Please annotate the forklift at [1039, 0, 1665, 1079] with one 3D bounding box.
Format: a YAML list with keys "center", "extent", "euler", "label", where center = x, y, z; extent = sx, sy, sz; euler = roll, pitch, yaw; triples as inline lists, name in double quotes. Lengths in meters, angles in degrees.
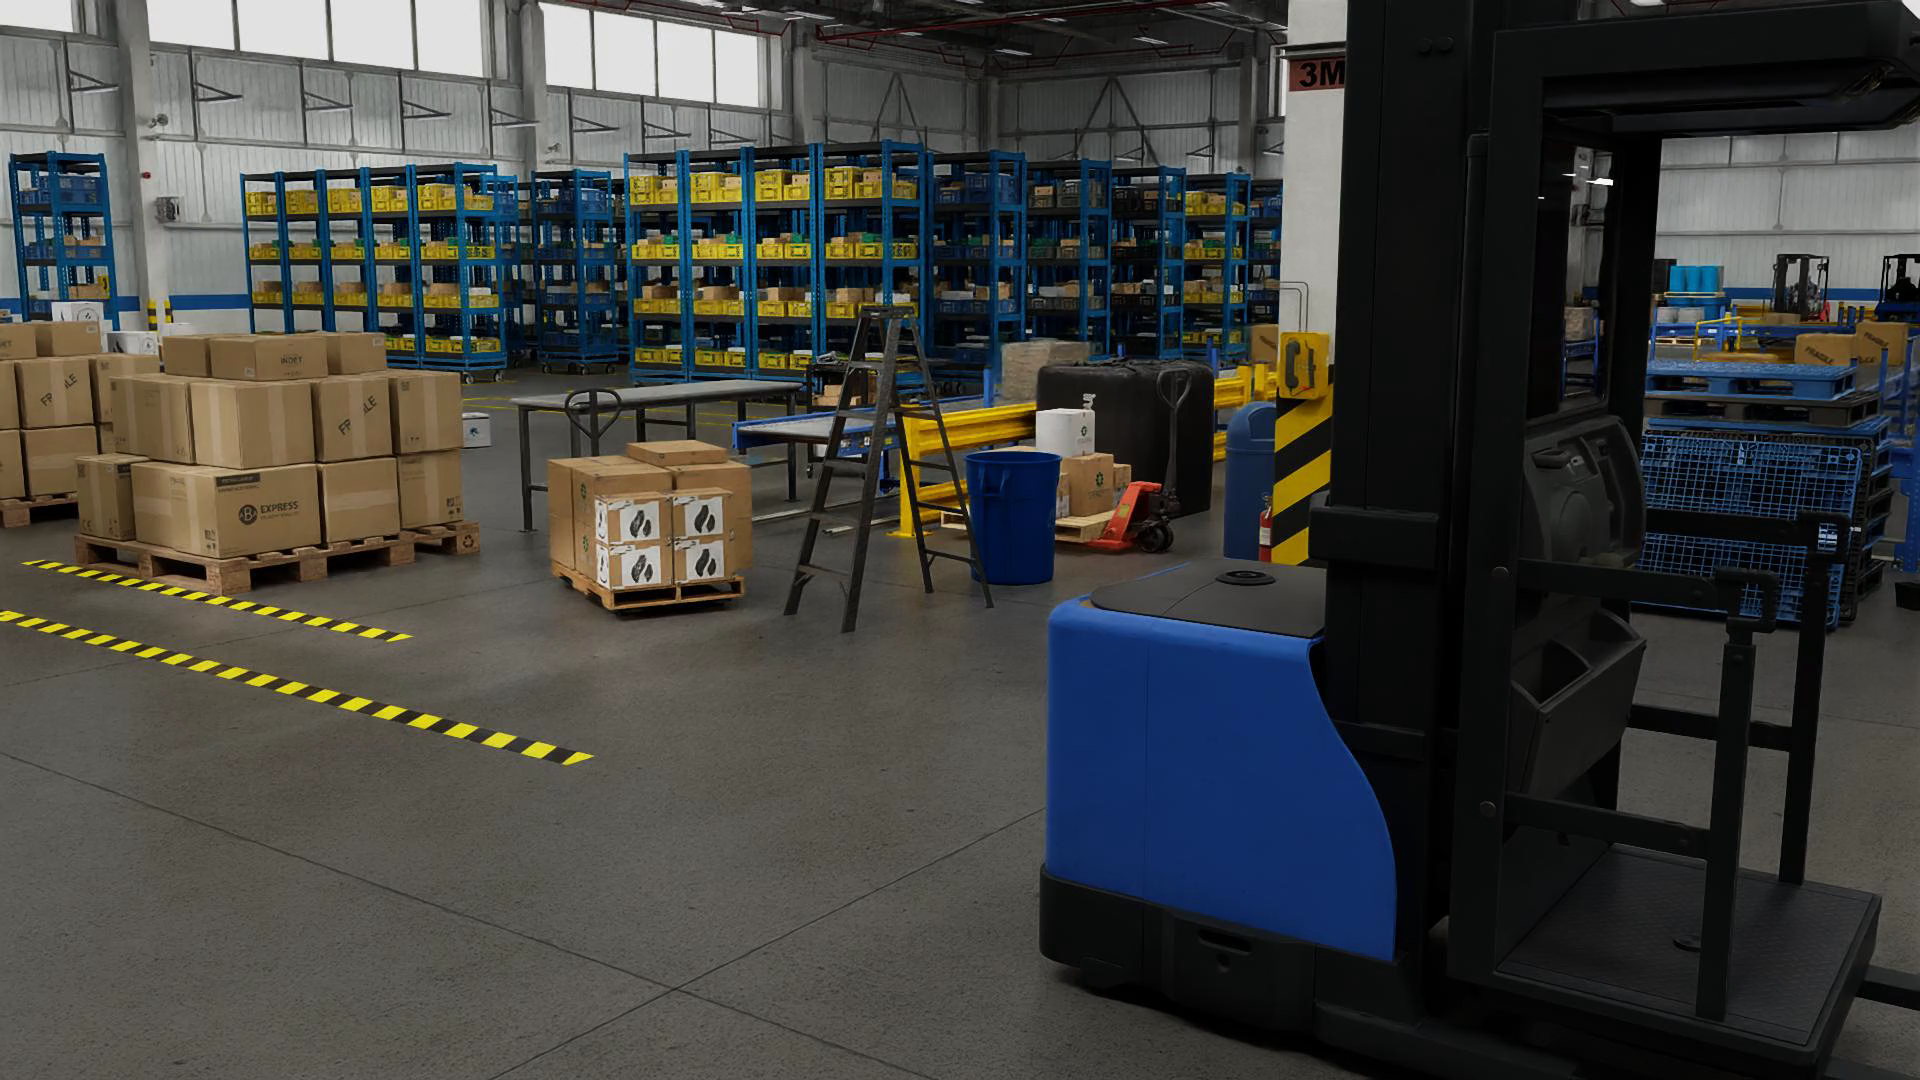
- center: [1.249, -0.137, 4.360]
  extent: [1.873, 2.768, 1.129]
  euler: [7, 12, 35]
  label: "forklift"

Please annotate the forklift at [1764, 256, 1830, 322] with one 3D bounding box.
- center: [20.253, -5.854, 40.139]
  extent: [1.157, 1.987, 2.680]
  euler: [7, 12, 35]
  label: "forklift"

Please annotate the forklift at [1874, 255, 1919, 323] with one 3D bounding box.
- center: [22.089, -5.634, 38.796]
  extent: [1.157, 1.987, 2.680]
  euler: [6, 11, 33]
  label: "forklift"

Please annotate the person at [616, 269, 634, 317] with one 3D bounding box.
- center: [-8.171, -5.736, 40.802]
  extent: [0.563, 1.838, 0.378]
  euler: [0, 10, 1]
  label: "person"

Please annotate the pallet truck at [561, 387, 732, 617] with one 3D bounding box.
- center: [-1.981, -0.274, 10.088]
  extent: [0.680, 1.201, 1.601]
  euler: [-5, 11, -28]
  label: "pallet truck"

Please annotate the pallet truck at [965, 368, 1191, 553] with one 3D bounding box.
- center: [0.845, -0.609, 11.869]
  extent: [1.630, 1.274, 0.653]
  euler: [7, 12, 35]
  label: "pallet truck"
